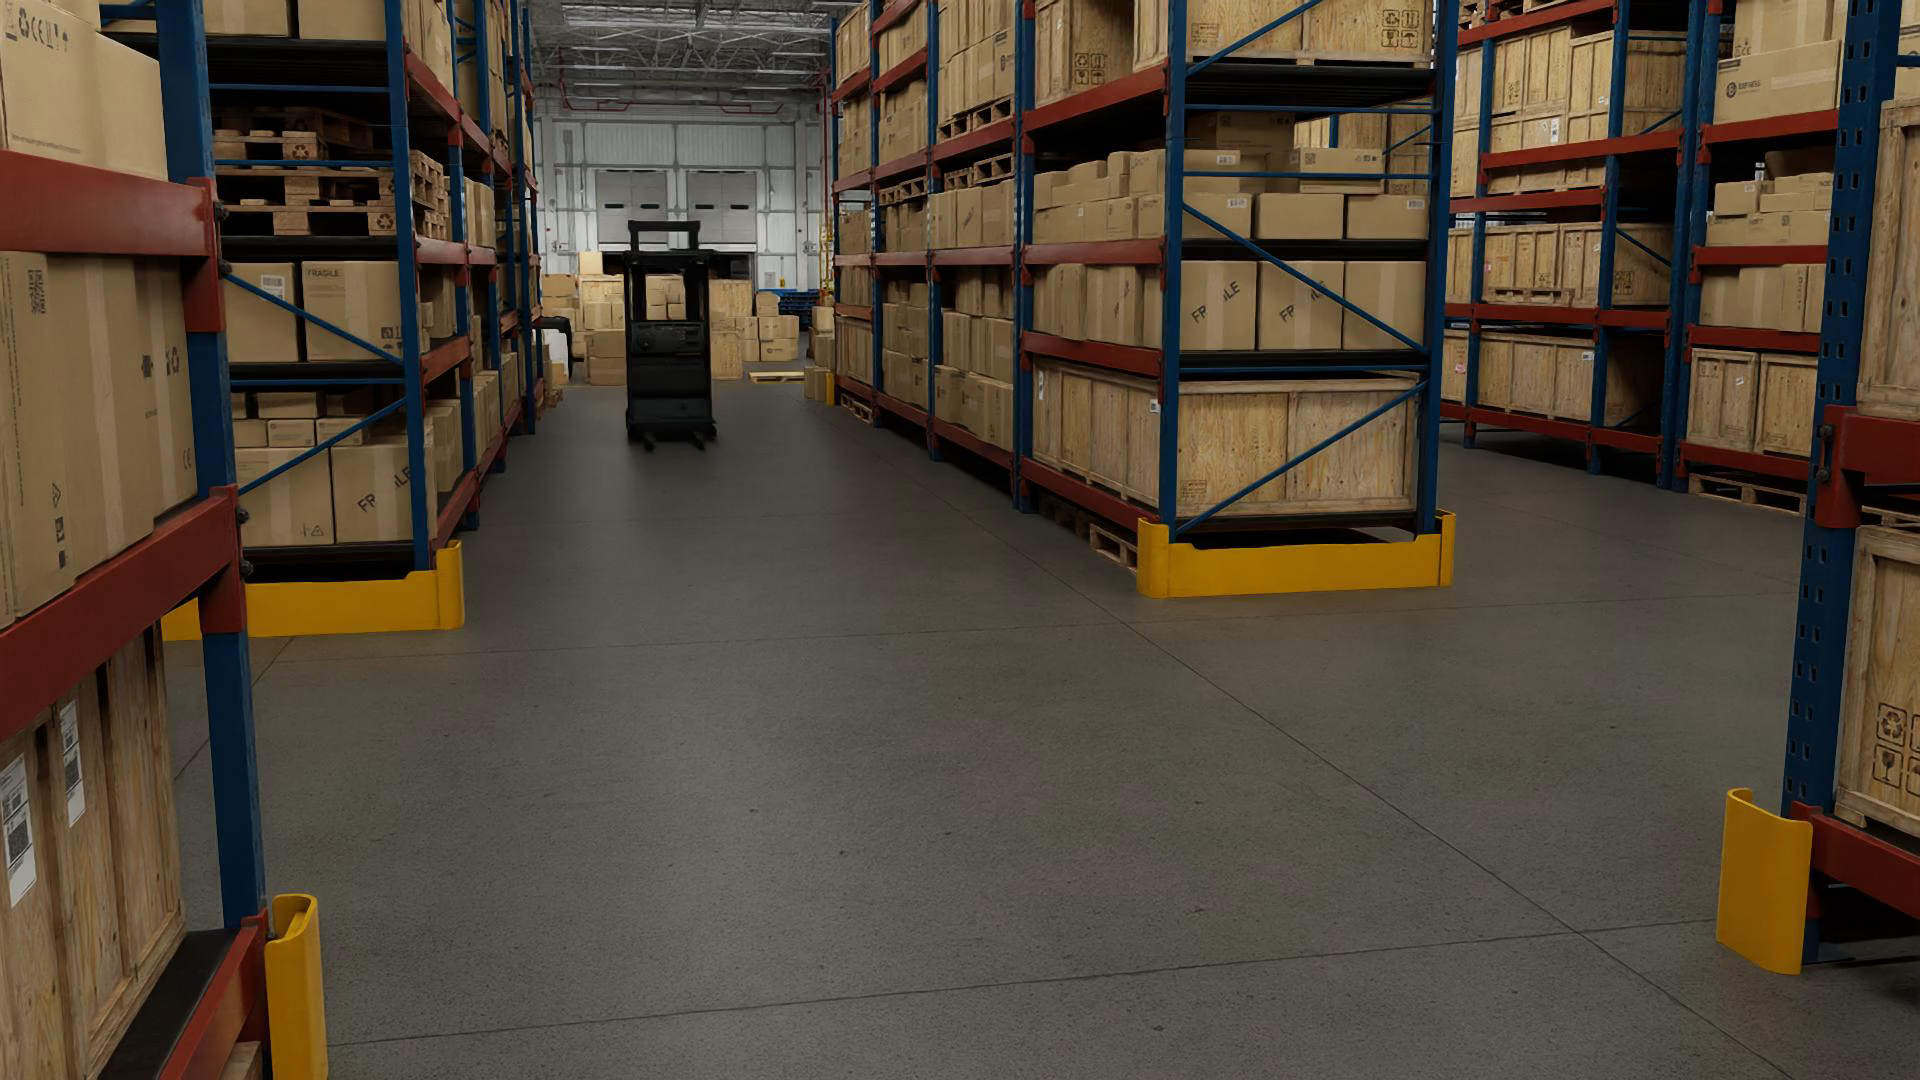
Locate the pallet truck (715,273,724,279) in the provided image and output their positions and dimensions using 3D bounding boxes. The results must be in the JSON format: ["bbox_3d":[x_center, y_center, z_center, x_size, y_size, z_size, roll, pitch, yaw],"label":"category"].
[{"bbox_3d":[-8.580,-8.986,62.280,1.885,1.965,0.823,1,9,5],"label":"pallet truck"}]

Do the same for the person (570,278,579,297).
[{"bbox_3d":[-11.881,-7.281,52.243,0.743,1.890,0.462,-1,9,-8],"label":"person"}]

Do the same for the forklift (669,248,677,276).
[{"bbox_3d":[-9.059,-8.182,54.697,1.129,2.768,1.873,-8,12,-40],"label":"forklift"}]

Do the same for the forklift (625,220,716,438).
[{"bbox_3d":[-3.883,-2.818,22.003,1.129,2.768,1.873,-2,10,-12],"label":"forklift"}]
